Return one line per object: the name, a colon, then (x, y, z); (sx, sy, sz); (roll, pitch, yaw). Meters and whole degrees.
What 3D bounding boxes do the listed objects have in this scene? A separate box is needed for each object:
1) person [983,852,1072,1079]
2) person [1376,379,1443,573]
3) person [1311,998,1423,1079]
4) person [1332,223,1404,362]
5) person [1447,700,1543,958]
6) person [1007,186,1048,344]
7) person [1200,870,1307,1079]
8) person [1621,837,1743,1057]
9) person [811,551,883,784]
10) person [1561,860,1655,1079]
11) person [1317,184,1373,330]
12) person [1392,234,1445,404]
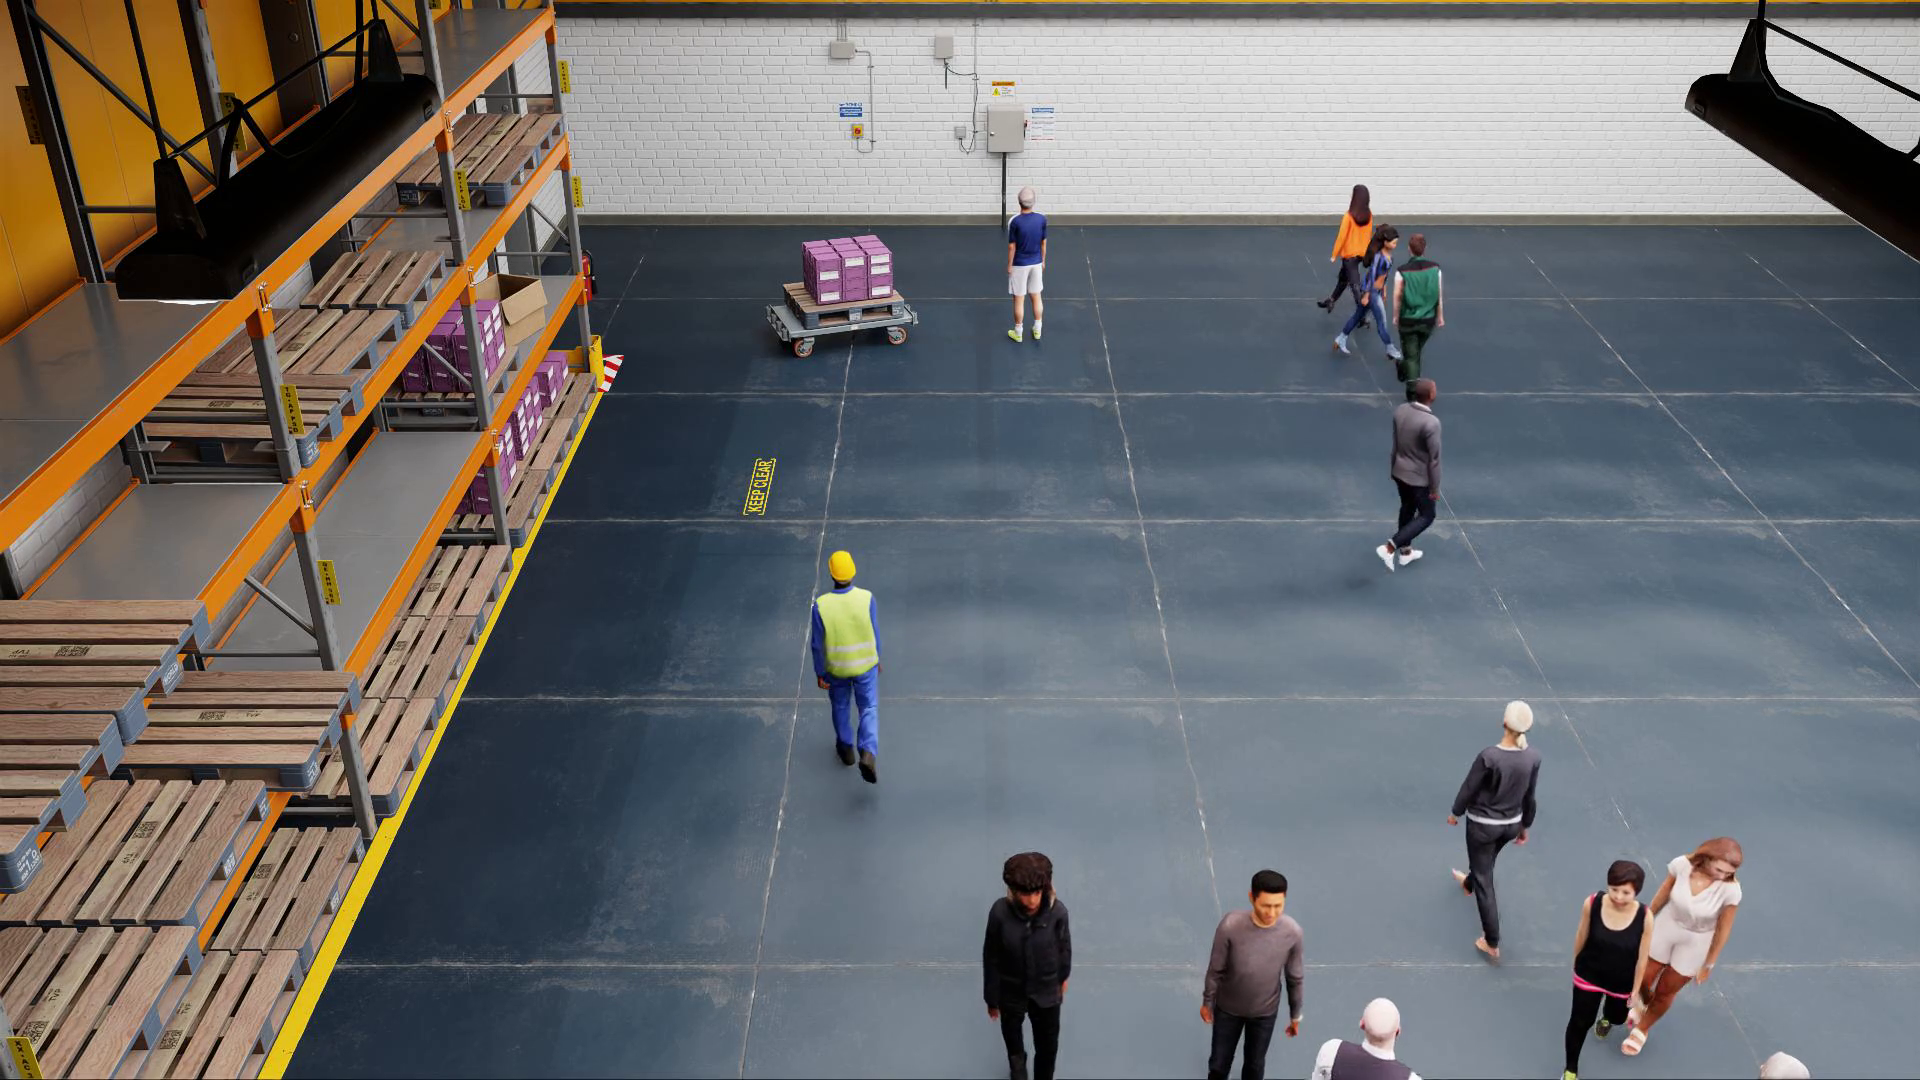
person: (0.362, 2.396, 9.216); (0.667, 1.752, 0.897); (-2, 29, -3)
person: (3.918, -0.536, 14.534); (1.001, 1.806, 0.964); (-14, 32, -24)
person: (1.879, 3.037, 8.011); (1.052, 1.781, 1.344); (11, 30, 19)
person: (4.617, -2.800, 18.926); (0.971, 1.575, 1.108); (12, 31, 21)
person: (3.354, 1.806, 10.361); (0.748, 1.691, 1.129); (-5, 29, -9)
person: (0.780, -3.227, 19.434); (0.706, 1.839, 0.677); (-10, 30, -18)
person: (1.571, 2.481, 9.048); (0.669, 1.763, 0.718); (0, 29, 0)
person: (4.168, 2.282, 9.521); (0.840, 1.661, 0.781); (-22, 36, -35)
person: (-0.770, 0.927, 11.862); (0.759, 1.797, 1.002); (-5, 29, -9)
person: (3.687, 2.410, 9.423); (0.793, 1.529, 1.032); (12, 31, 21)
person: (4.733, -3.322, 19.756); (1.072, 1.697, 1.203); (-21, 35, -33)
person: (4.904, -2.315, 17.818); (0.750, 1.785, 1.092); (0, 29, 0)
